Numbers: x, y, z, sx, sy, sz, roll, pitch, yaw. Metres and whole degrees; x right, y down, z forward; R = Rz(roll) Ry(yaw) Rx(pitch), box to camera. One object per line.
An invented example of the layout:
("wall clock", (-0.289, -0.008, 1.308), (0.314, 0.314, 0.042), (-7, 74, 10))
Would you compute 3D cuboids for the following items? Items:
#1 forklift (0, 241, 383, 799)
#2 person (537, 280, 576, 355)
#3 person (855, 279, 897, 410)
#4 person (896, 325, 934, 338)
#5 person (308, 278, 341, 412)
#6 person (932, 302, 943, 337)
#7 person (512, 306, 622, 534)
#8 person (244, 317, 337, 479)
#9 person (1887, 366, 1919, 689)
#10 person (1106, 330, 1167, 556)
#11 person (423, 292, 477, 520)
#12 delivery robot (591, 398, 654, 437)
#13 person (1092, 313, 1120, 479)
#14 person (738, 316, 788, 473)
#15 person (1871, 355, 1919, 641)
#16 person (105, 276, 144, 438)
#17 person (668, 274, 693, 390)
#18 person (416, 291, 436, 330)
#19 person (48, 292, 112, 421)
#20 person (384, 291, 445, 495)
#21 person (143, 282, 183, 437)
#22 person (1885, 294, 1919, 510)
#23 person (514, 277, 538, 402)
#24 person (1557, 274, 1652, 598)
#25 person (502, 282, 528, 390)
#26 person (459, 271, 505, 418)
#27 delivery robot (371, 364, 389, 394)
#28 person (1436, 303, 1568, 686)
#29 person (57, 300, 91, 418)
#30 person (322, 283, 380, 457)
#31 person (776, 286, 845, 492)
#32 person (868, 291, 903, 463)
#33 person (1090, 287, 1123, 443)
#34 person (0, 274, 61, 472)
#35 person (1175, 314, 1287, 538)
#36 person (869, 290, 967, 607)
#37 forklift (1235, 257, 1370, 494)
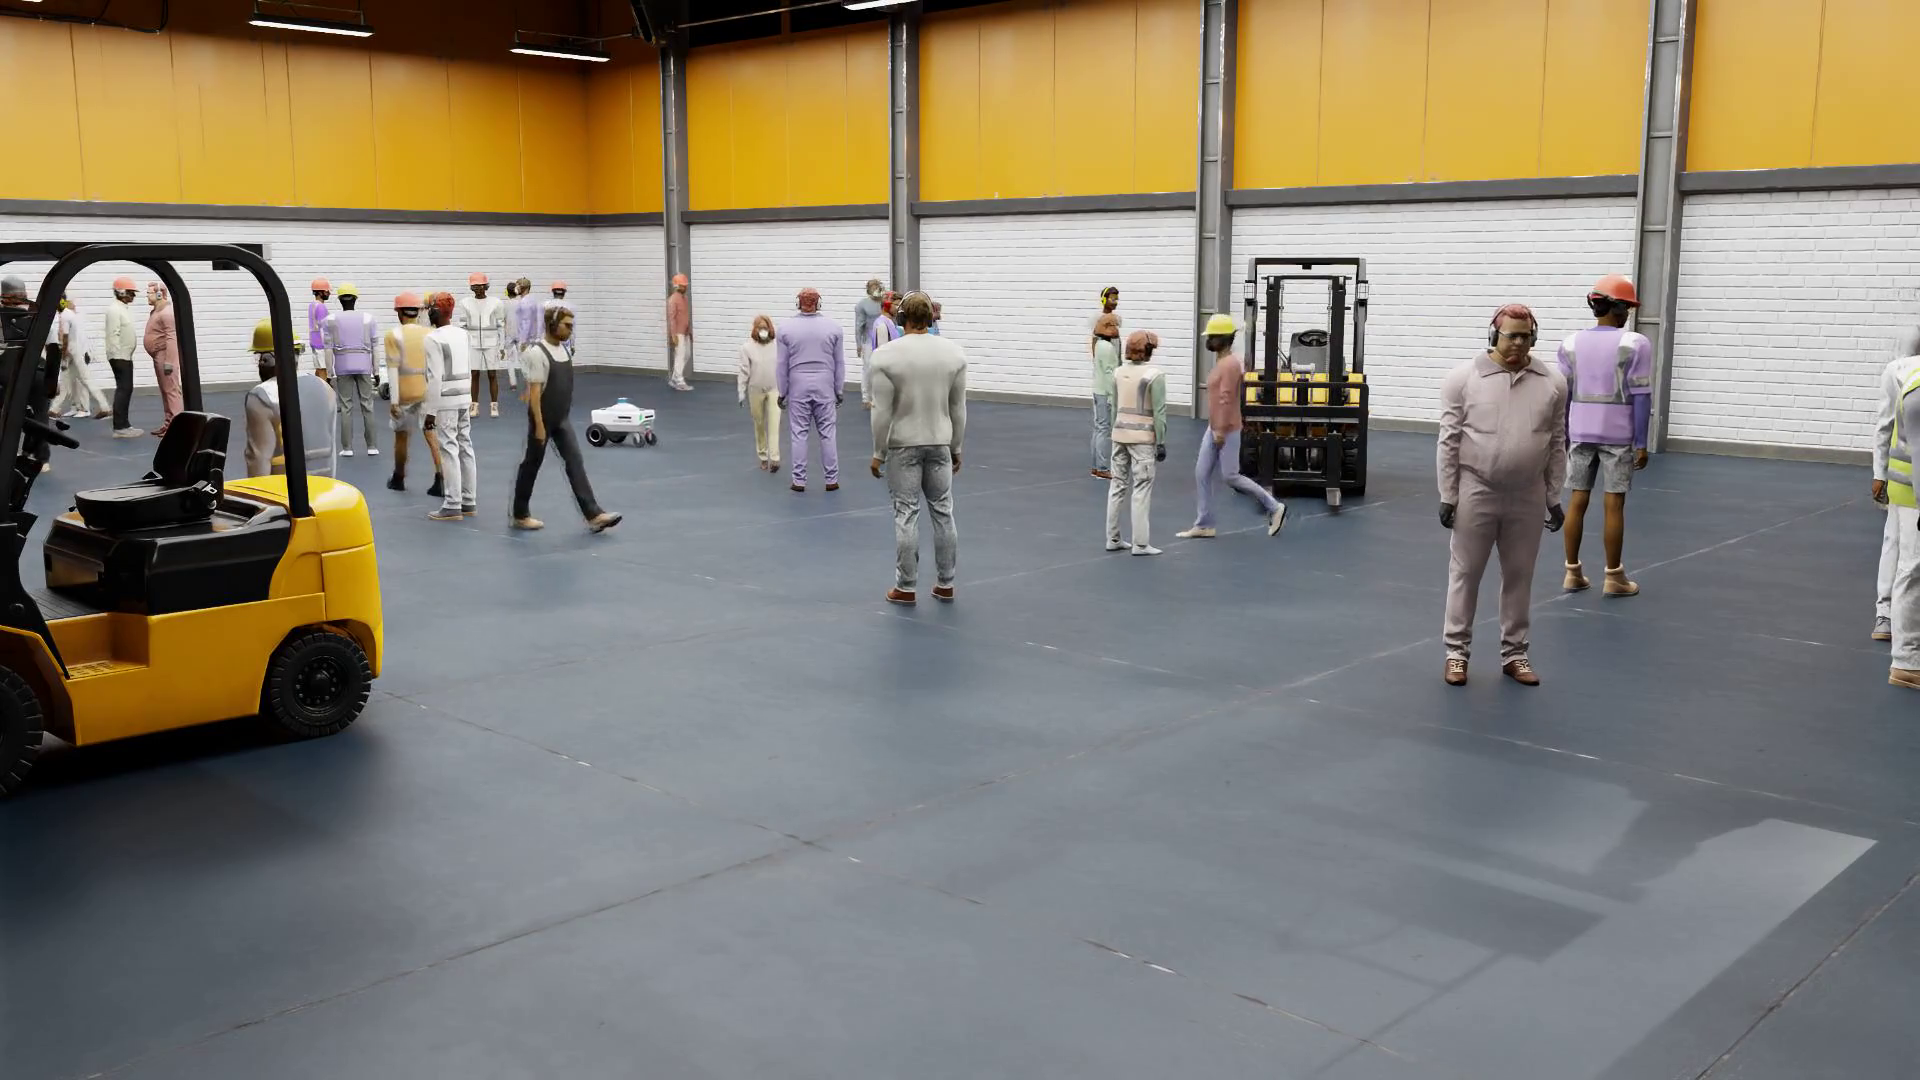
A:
("forklift", (-3.706, -0.171, 7.093), (1.214, 2.155, 2.313), (9, 13, 43))
("person", (-6.213, -3.050, 25.645), (0.605, 1.898, 0.633), (-2, 9, -10))
("person", (-1.229, -2.864, 24.465), (0.684, 1.916, 0.500), (-5, 10, -27))
("person", (-0.575, -2.306, 21.705), (0.540, 1.694, 0.318), (2, 9, 9))
("person", (-9.197, -2.805, 24.023), (0.364, 1.939, 0.542), (-6, 11, -35))
("person", (-0.403, -2.473, 22.933), (0.413, 1.619, 0.524), (1, 9, 9))
("person", (-3.156, -0.928, 13.001), (1.022, 1.779, 0.550), (4, 10, 23))
("person", (-3.484, -0.242, 8.661), (0.403, 1.823, 0.592), (3, 10, 20))
("person", (4.840, -0.184, 8.258), (0.429, 1.842, 0.626), (6, 11, 33))
("person", (1.277, -0.703, 12.096), (0.322, 1.631, 0.514), (-7, 12, -38))
("person", (-4.227, -1.099, 13.737), (0.360, 1.883, 0.574), (3, 10, 17))
("delivery robot", (-3.936, -1.418, 19.441), (0.707, 0.478, 0.477), (4, 10, 20))
("person", (1.459, -1.419, 16.464), (0.295, 1.631, 0.516), (-1, 9, -7))
("person", (-1.993, -1.472, 16.904), (0.527, 1.582, 0.854), (-1, 9, -6))
("person", (5.372, -0.363, 9.215), (0.576, 1.885, 0.355), (4, 10, 21))
("person", (-10.334, -2.263, 20.579), (0.419, 1.979, 0.618), (-2, 10, -13))
("person", (-4.790, -3.561, 28.507), (0.453, 1.992, 0.650), (2, 10, 13))
("person", (-8.339, -3.041, 26.131), (0.524, 1.720, 0.533), (1, 9, 9))
("person", (-12.135, -2.514, 22.679), (0.966, 1.797, 0.587), (-4, 10, -25))
("person", (-5.010, -1.348, 15.307), (0.552, 1.879, 1.011), (-8, 12, -40))
("person", (-9.868, -2.228, 20.580), (0.404, 1.911, 0.636), (-7, 11, -35))
("person", (8.209, -1.166, 13.945), (0.634, 1.940, 0.790), (-8, 12, -40))
("person", (-6.774, -3.127, 25.995), (0.373, 1.940, 0.627), (-1, 9, -8))
("person", (4.077, -0.655, 10.542), (0.394, 2.037, 0.605), (-9, 13, -43))
("person", (-7.588, -3.458, 28.304), (0.514, 1.857, 0.531), (-5, 11, -30))
("person", (-6.617, -2.698, 23.045), (0.611, 2.042, 0.395), (-1, 9, -7))
("delivery robot", (-9.206, -2.570, 26.525), (0.477, 0.478, 0.707), (3, 10, 17))
("person", (2.697, -0.219, 8.279), (0.638, 1.906, 0.407), (0, 9, 1))
("person", (-12.383, -2.523, 23.208), (0.521, 1.639, 0.311), (7, 12, 38))
("person", (-6.705, -1.870, 18.358), (0.585, 1.917, 0.380), (-4, 10, -26))
("person", (-1.393, -1.400, 15.502), (0.640, 1.910, 0.401), (-1, 9, -8))
("person", (-0.789, -1.736, 17.775), (0.390, 1.838, 0.563), (0, 9, 0))
("person", (1.781, -2.088, 19.882), (0.542, 1.863, 0.378), (-6, 11, -34))
("person", (-9.444, -1.669, 16.747), (0.695, 2.000, 0.631), (-5, 11, -29))
("person", (2.084, -0.856, 12.695), (0.755, 1.735, 0.520), (-1, 9, -6))
("person", (-0.260, -0.557, 10.240), (0.629, 1.940, 0.379), (-4, 10, -21))
("forklift", (3.309, -1.629, 16.029), (1.214, 2.155, 2.313), (2, 9, 11))
